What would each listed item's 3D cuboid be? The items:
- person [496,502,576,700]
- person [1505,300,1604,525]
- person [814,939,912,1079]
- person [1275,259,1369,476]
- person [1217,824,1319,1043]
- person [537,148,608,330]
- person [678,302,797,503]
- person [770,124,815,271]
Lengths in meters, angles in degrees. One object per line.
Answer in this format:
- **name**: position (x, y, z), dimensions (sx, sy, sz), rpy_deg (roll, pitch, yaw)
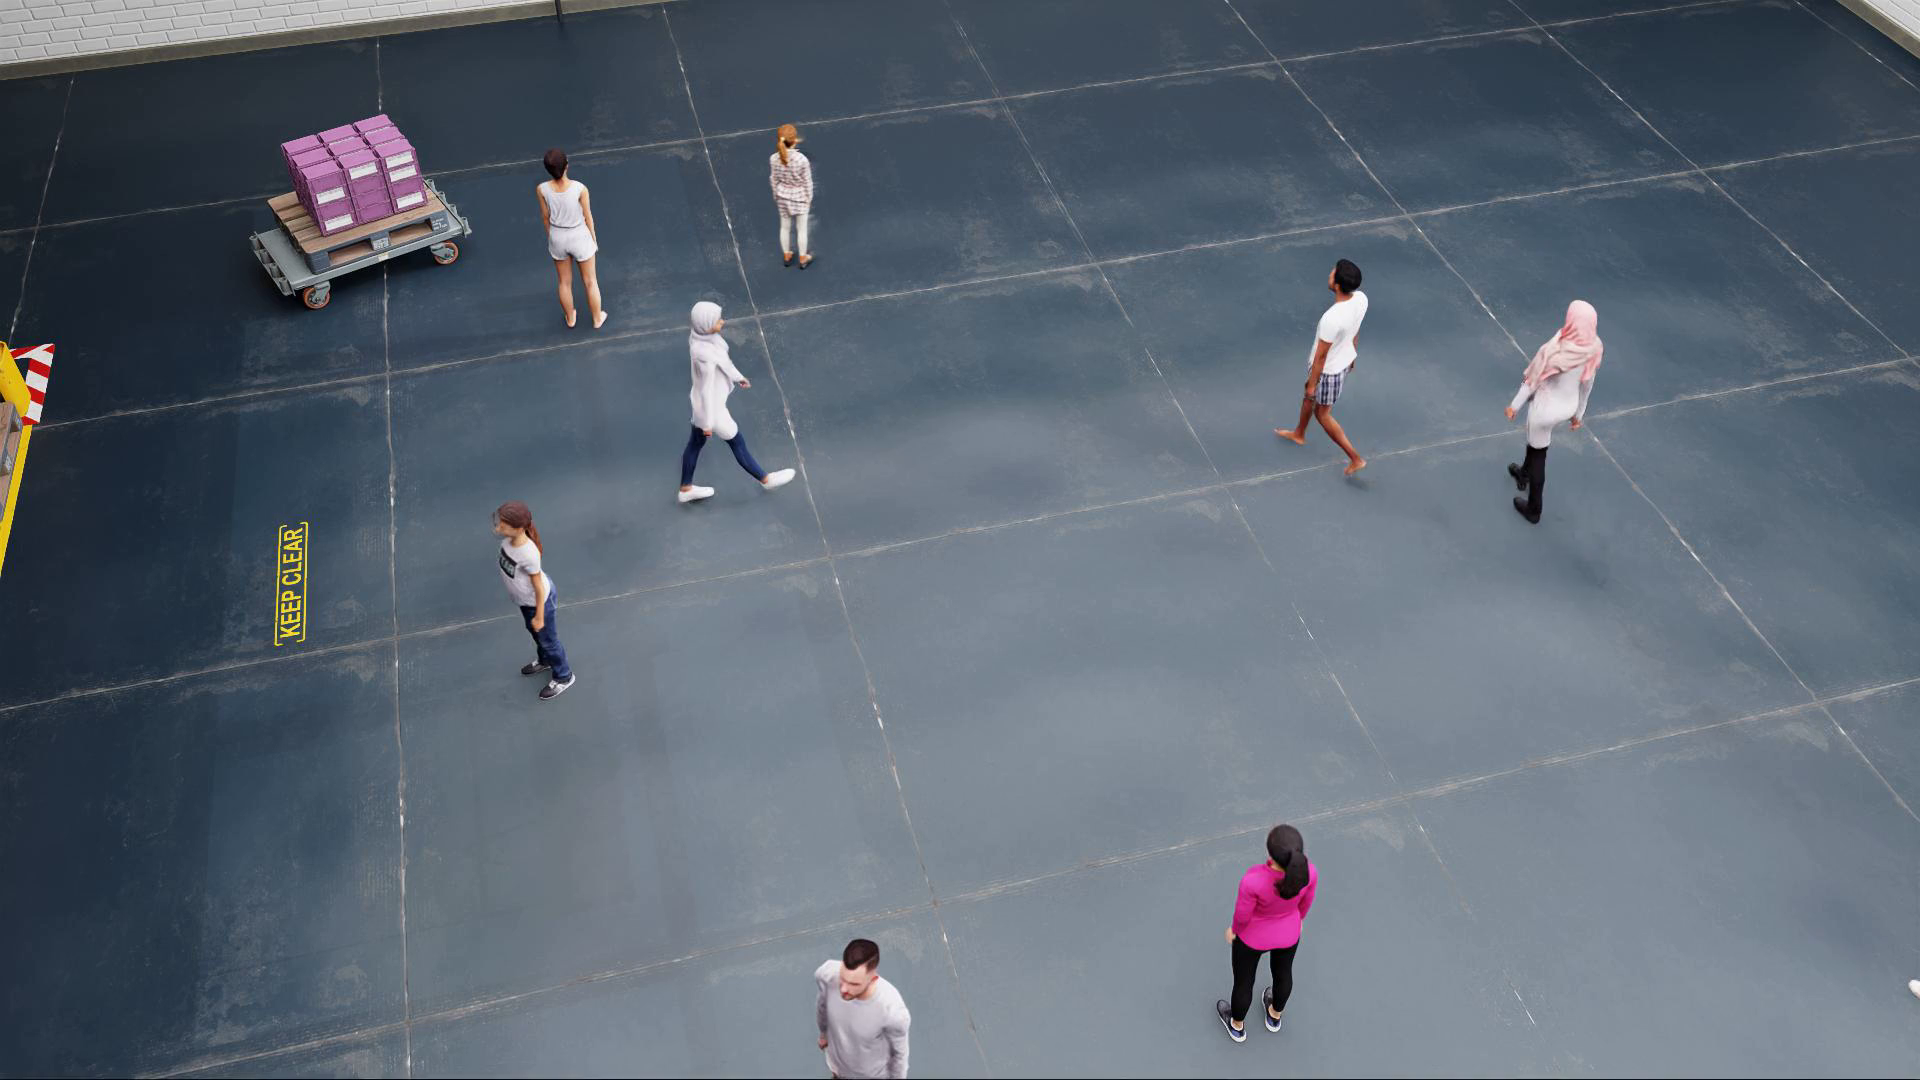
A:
- **person**: position (-2.690, 0.346, 10.460), dimensions (0.672, 1.562, 0.567), rpy_deg (-27, 50, -26)
- **person**: position (4.145, -0.833, 11.533), dimensions (0.672, 1.788, 0.816), rpy_deg (-15, 46, -15)
- **person**: position (-0.473, 2.472, 8.026), dimensions (0.744, 1.842, 0.825), rpy_deg (26, 49, 24)
- **person**: position (2.737, -1.218, 12.000), dimensions (1.160, 1.702, 1.007), rpy_deg (31, 52, 28)
- **person**: position (1.596, 2.032, 8.591), dimensions (0.585, 1.700, 0.564), rpy_deg (-9, 44, -9)
- **person**: position (-3.118, -2.402, 13.310), dimensions (0.607, 1.609, 0.593), rpy_deg (0, 44, 0)
- **person**: position (-1.841, -0.920, 11.664), dimensions (0.695, 1.734, 1.014), rpy_deg (-12, 45, -12)
- **person**: position (-1.423, -2.896, 14.049), dimensions (0.587, 1.306, 0.611), rpy_deg (11, 45, 11)
